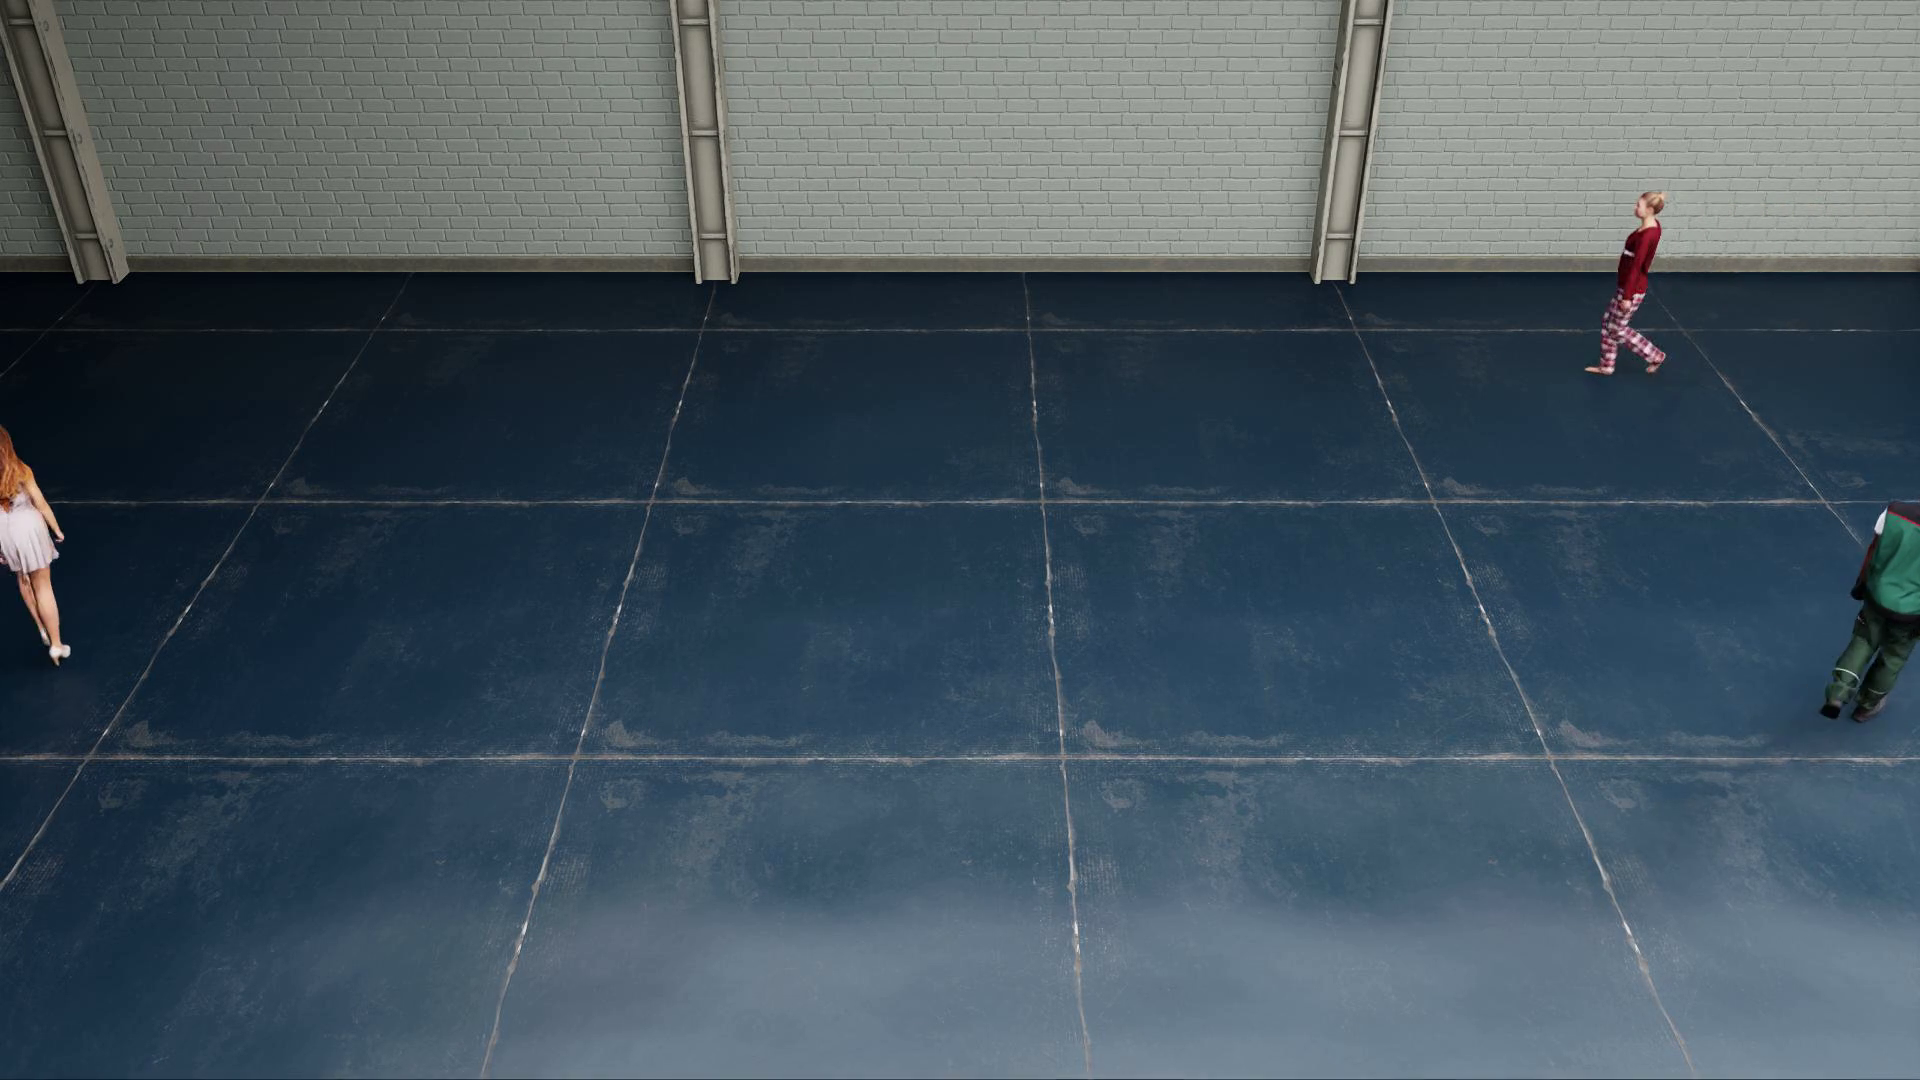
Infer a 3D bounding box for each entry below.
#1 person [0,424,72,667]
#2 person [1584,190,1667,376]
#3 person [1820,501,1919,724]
[{"bbox_3d":[-5.959,0.075,10.562,0.630,1.756,0.712,-8,34,-11],"label":"person"},{"bbox_3d":[5.732,-2.117,14.004,0.943,1.678,0.796,12,35,18],"label":"person"},{"bbox_3d":[5.604,0.397,10.002,1.057,1.827,0.984,-25,41,-33],"label":"person"}]
